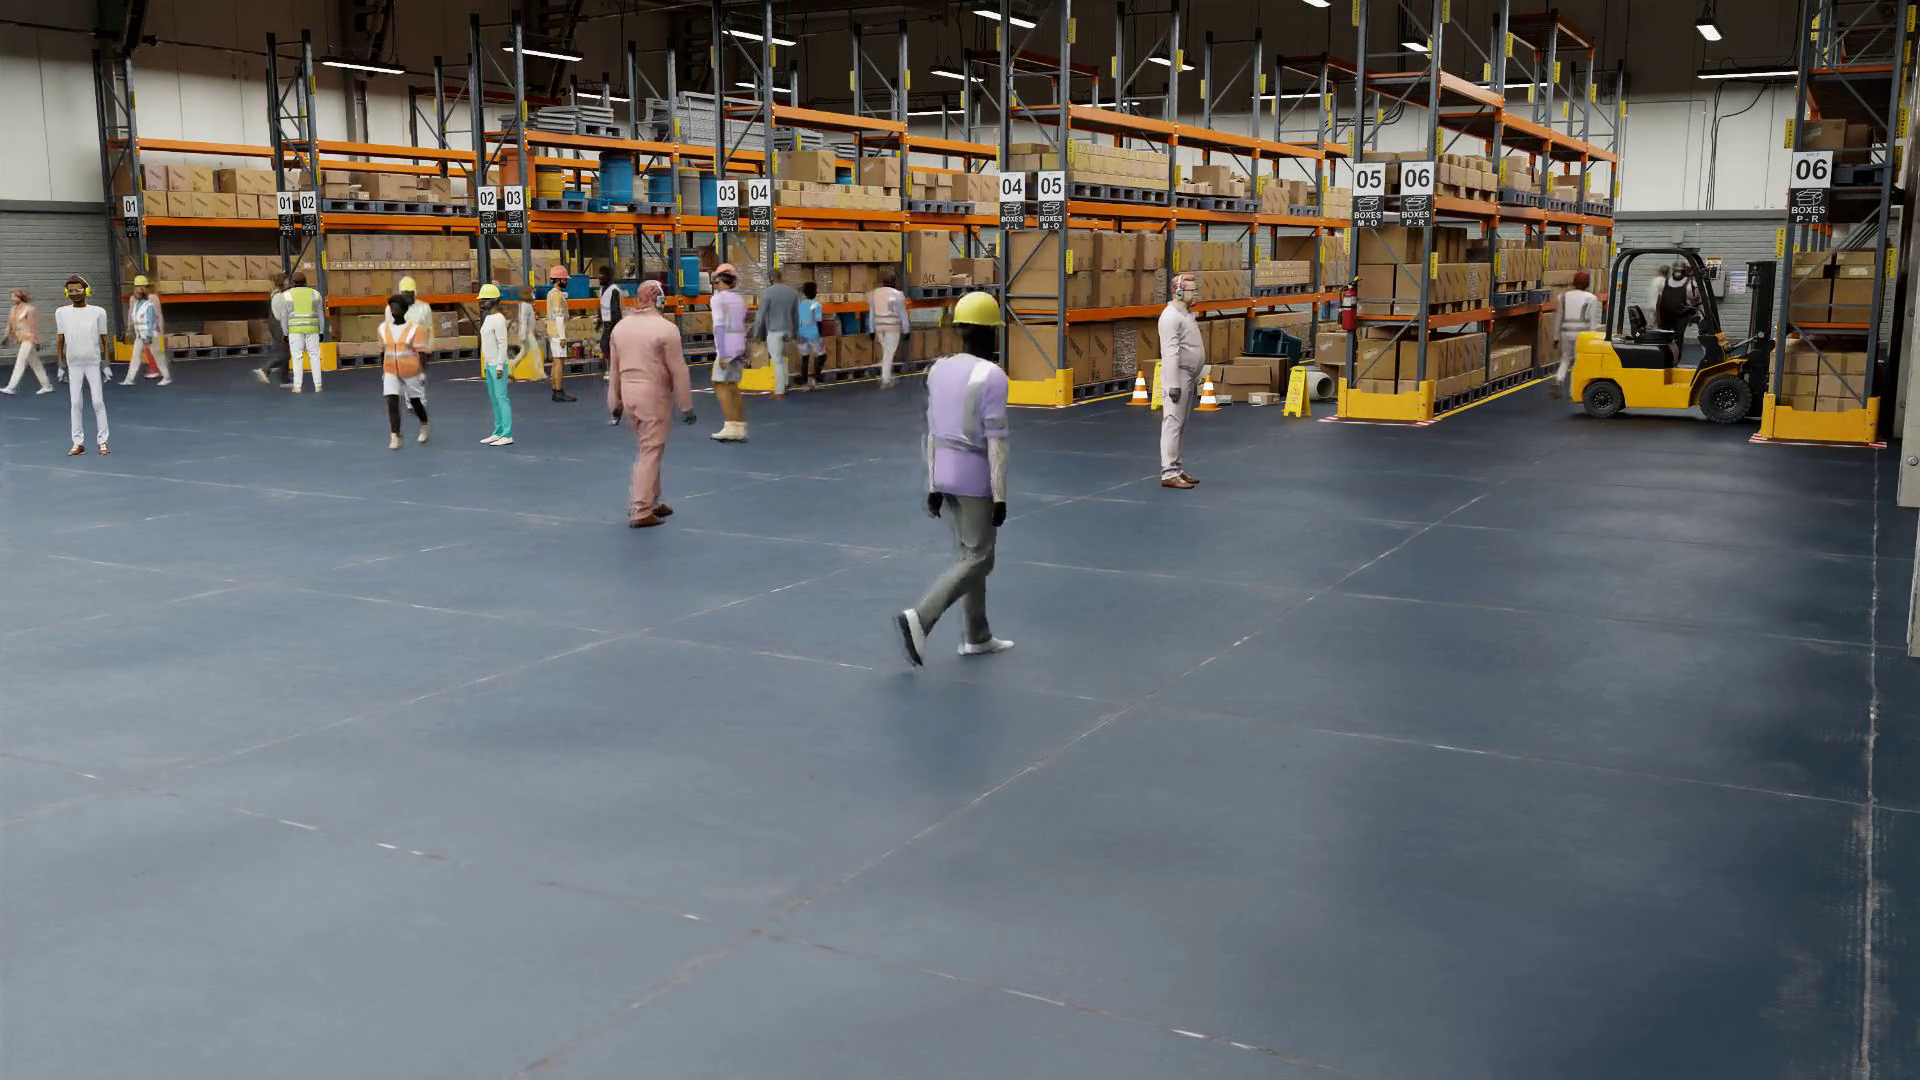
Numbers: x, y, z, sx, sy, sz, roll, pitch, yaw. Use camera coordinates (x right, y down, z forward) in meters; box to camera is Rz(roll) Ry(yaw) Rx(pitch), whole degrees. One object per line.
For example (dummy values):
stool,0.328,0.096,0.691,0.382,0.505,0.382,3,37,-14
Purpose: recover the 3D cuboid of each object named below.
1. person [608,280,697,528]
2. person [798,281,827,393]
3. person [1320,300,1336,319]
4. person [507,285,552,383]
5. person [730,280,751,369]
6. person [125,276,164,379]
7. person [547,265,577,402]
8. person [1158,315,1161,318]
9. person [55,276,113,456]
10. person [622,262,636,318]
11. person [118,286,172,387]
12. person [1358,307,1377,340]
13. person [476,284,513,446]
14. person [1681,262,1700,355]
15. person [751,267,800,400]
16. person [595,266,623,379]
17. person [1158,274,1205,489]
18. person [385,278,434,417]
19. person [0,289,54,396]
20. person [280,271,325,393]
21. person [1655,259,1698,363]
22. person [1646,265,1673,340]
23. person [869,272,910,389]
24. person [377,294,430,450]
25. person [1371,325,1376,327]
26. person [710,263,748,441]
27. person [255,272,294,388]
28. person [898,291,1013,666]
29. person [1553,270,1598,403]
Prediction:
person,-2.334,-1.058,12.888,0.663,1.879,0.758,7,12,36
person,-2.245,-3.082,25.299,0.552,1.682,0.435,8,12,38
person,8.836,-5.745,40.553,0.572,1.815,0.798,-9,14,-44
person,-7.109,-3.369,27.254,0.820,1.600,0.503,-2,10,-10
person,-4.125,-4.017,30.228,0.640,1.882,0.840,7,12,34
person,-13.764,-3.570,28.034,0.539,1.739,0.775,2,10,12
person,-5.703,-2.940,23.757,0.358,1.937,0.549,-4,10,-22
person,4.239,-4.738,34.294,0.711,1.943,0.602,-9,13,-43
person,-9.137,-1.812,17.346,0.528,1.871,0.323,-3,10,-17
person,-7.120,-5.037,36.027,0.631,1.940,0.372,9,13,41
person,-13.003,-3.238,26.494,0.533,1.588,0.853,6,11,30
person,8.992,-5.072,36.478,0.510,1.860,0.333,2,10,12
person,-5.130,-1.921,18.289,0.310,1.768,0.533,-6,11,-32
person,15.209,-4.844,34.831,0.640,1.955,0.628,-4,10,-22
person,-2.643,-2.983,24.084,0.566,1.906,0.691,9,13,42
person,-5.930,-3.654,28.053,0.478,1.903,0.608,-5,11,-29
person,1.999,-1.425,14.976,0.407,1.910,0.638,3,10,18
person,-7.074,-2.460,21.362,0.590,1.786,0.911,-2,10,-13
person,-13.999,-2.947,24.825,0.518,1.586,0.883,7,12,35
person,-10.012,-3.165,25.346,0.627,1.847,0.429,-5,11,-28
person,13.276,-4.209,30.880,0.707,2.000,0.545,7,12,36
person,14.957,-4.942,35.623,1.002,1.903,0.633,0,10,0
person,-1.046,-3.299,26.208,0.647,1.812,0.771,7,12,34
person,-6.029,-1.835,18.080,0.536,1.671,0.787,0,10,1
person,9.081,-5.016,35.795,0.643,1.971,1.066,9,13,41
person,-2.609,-2.115,18.754,0.533,1.993,0.640,5,11,29
person,-10.694,-3.256,25.965,0.595,1.828,0.513,-7,12,-36
person,-0.011,-0.298,8.411,0.750,1.906,0.591,-7,12,-37
person,8.666,-2.859,23.464,0.612,1.871,0.497,8,13,41
